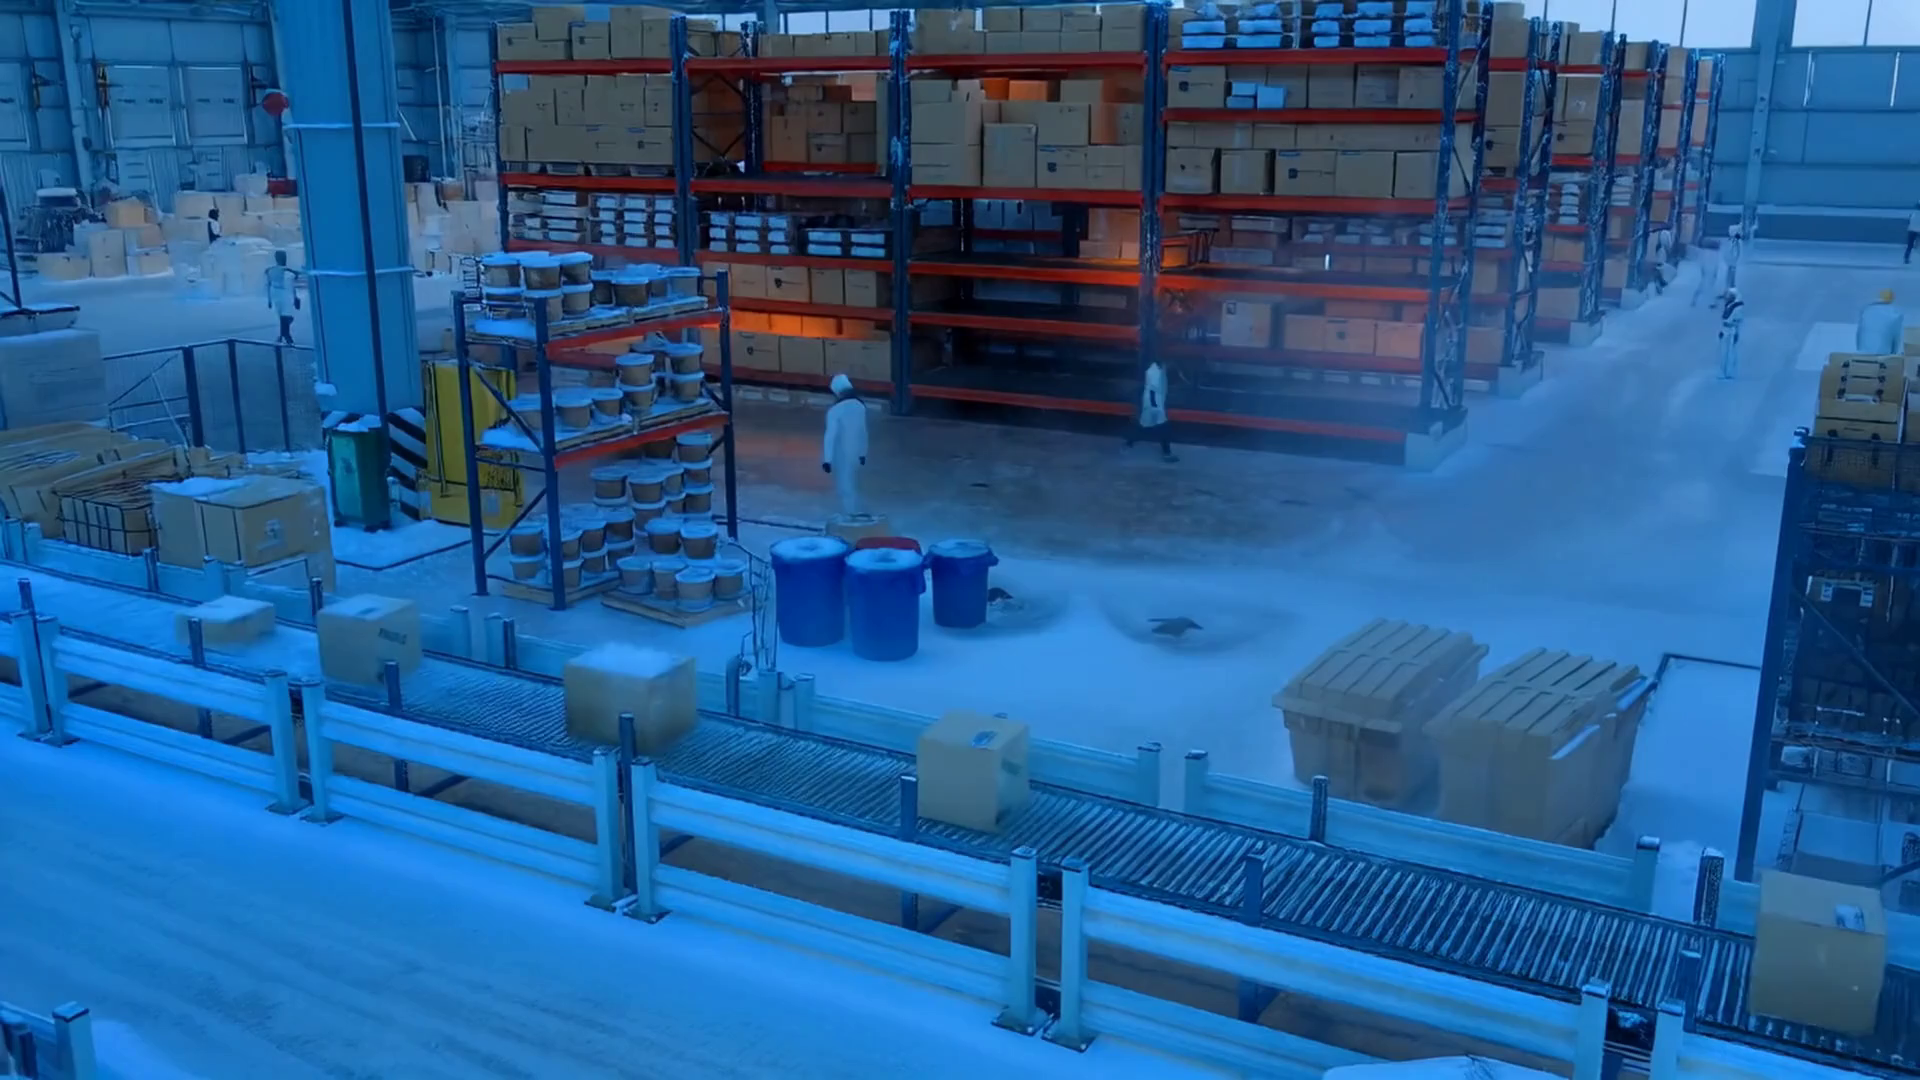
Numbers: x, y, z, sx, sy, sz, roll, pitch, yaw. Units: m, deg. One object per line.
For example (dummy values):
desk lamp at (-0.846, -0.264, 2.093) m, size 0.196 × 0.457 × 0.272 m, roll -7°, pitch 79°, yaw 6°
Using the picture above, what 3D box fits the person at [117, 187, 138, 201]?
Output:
person at (-27.805, -10.825, 55.635) m, size 0.647 × 1.907 × 0.865 m, roll -8°, pitch 17°, yaw -28°

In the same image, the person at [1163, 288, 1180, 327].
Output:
person at (4.478, -5.467, 35.518) m, size 0.643 × 1.910 × 0.400 m, roll -13°, pitch 19°, yaw -39°

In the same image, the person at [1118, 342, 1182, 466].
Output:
person at (2.560, -1.832, 22.314) m, size 0.826 × 1.669 × 0.531 m, roll 7°, pitch 16°, yaw 24°

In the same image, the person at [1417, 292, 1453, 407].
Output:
person at (7.278, -2.843, 25.594) m, size 0.354 × 1.936 × 0.635 m, roll -7°, pitch 17°, yaw -26°

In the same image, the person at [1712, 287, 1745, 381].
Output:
person at (13.438, -3.596, 28.994) m, size 0.307 × 1.639 × 0.525 m, roll -3°, pitch 15°, yaw -10°

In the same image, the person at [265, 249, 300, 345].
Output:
person at (-13.396, -4.765, 32.834) m, size 0.614 × 1.941 × 0.851 m, roll 1°, pitch 15°, yaw 5°

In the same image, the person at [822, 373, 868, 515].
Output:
person at (-1.314, -0.975, 18.795) m, size 0.417 × 1.818 × 0.592 m, roll 9°, pitch 17°, yaw 31°

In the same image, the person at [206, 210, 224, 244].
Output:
person at (-20.469, -8.181, 45.881) m, size 0.513 × 1.834 × 0.411 m, roll 5°, pitch 16°, yaw 19°

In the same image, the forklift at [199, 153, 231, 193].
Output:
forklift at (-27.440, -12.865, 61.464) m, size 1.873 × 2.768 × 1.129 m, roll 8°, pitch 17°, yaw 28°

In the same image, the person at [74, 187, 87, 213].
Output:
person at (-32.759, -12.297, 61.788) m, size 0.805 × 1.599 × 0.505 m, roll -8°, pitch 17°, yaw -29°

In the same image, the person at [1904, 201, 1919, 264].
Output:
person at (28.580, -9.199, 49.439) m, size 0.961 × 1.948 × 0.637 m, roll -5°, pitch 16°, yaw -17°

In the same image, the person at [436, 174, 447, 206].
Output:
person at (-20.257, -13.236, 64.688) m, size 0.668 × 1.921 × 0.655 m, roll -12°, pitch 19°, yaw -39°

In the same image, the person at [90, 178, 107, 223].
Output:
person at (-31.752, -12.347, 61.323) m, size 0.552 × 1.937 × 0.356 m, roll -2°, pitch 15°, yaw -7°

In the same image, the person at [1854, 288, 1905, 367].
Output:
person at (14.857, -3.138, 26.889) m, size 0.660 × 1.846 × 0.938 m, roll 10°, pitch 18°, yaw 33°

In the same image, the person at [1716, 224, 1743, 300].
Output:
person at (18.782, -6.775, 40.557) m, size 0.429 × 1.846 × 0.626 m, roll 2°, pitch 15°, yaw 7°

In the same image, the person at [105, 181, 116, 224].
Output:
person at (-31.111, -12.202, 60.908) m, size 0.572 × 1.868 × 0.596 m, roll -13°, pitch 20°, yaw -40°

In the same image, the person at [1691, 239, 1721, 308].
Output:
person at (17.526, -6.232, 38.960) m, size 0.718 × 1.610 × 0.502 m, roll -9°, pitch 17°, yaw -31°

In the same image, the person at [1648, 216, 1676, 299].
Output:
person at (17.198, -6.903, 40.720) m, size 0.658 × 2.013 × 0.643 m, roll 8°, pitch 17°, yaw 27°
